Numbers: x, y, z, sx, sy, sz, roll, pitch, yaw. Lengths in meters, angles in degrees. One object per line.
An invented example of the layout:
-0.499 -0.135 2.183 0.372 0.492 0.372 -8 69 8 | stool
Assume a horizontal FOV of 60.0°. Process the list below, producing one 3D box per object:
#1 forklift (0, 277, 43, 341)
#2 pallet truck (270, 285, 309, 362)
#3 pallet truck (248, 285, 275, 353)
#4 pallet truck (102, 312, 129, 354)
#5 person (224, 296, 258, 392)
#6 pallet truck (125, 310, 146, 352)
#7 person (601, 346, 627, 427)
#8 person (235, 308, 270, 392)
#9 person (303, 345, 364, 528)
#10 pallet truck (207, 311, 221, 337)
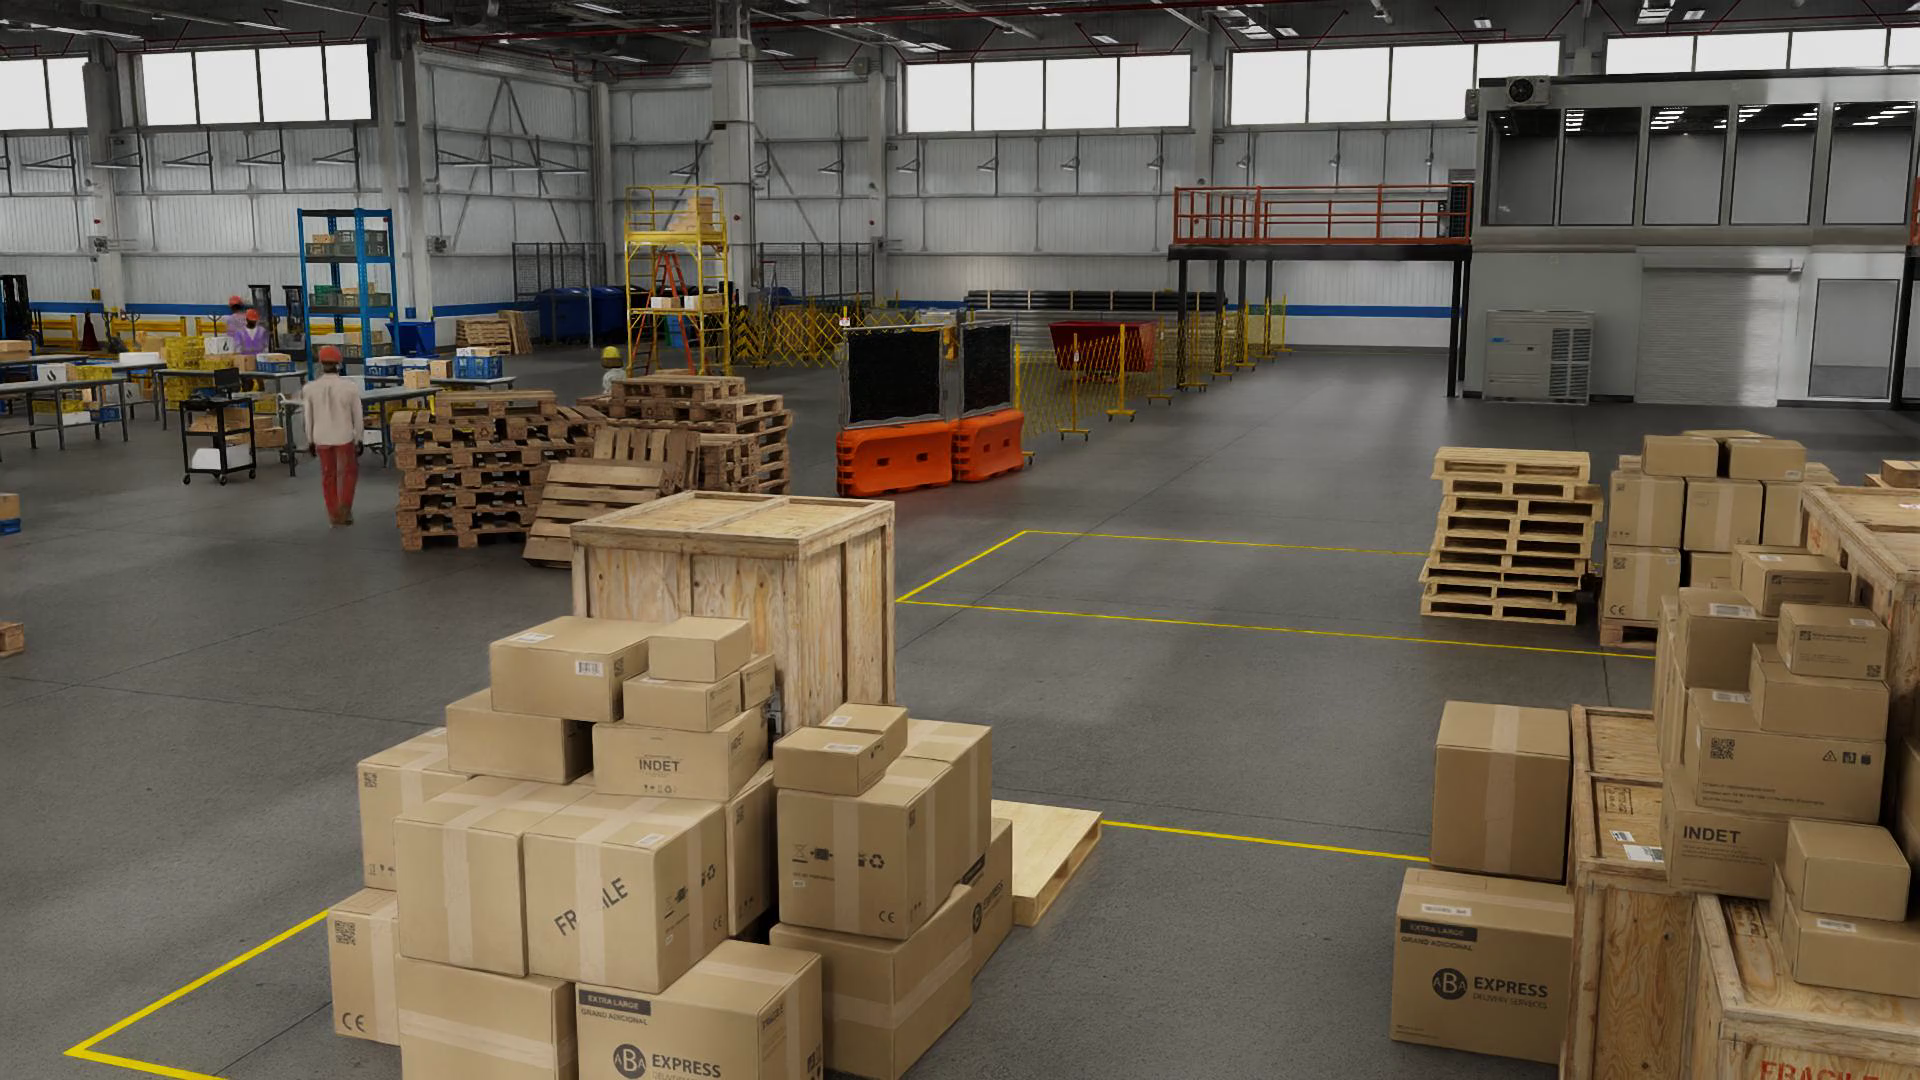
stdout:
-27.151 -6.329 46.328 1.157 1.987 2.680 3 11 17 | forklift
-17.147 -5.700 43.663 0.823 1.965 1.885 3 11 17 | pallet truck
-18.327 -5.835 44.421 0.823 1.965 1.885 4 11 23 | pallet truck
-23.057 -5.777 46.261 0.680 1.201 1.601 3 11 19 | pallet truck
-14.360 -3.842 33.146 0.471 2.025 0.604 5 11 24 | person
-22.038 -5.665 45.457 0.704 1.261 1.522 3 11 17 | pallet truck
-4.454 -1.618 21.393 0.296 1.744 0.487 3 11 16 | person
-12.812 -3.257 30.151 0.563 1.911 0.629 -5 11 -28 | person
-6.676 -1.087 17.757 0.615 1.981 0.490 -1 10 -6 | person
-19.537 -5.575 44.913 0.653 1.274 1.630 3 11 19 | pallet truck
